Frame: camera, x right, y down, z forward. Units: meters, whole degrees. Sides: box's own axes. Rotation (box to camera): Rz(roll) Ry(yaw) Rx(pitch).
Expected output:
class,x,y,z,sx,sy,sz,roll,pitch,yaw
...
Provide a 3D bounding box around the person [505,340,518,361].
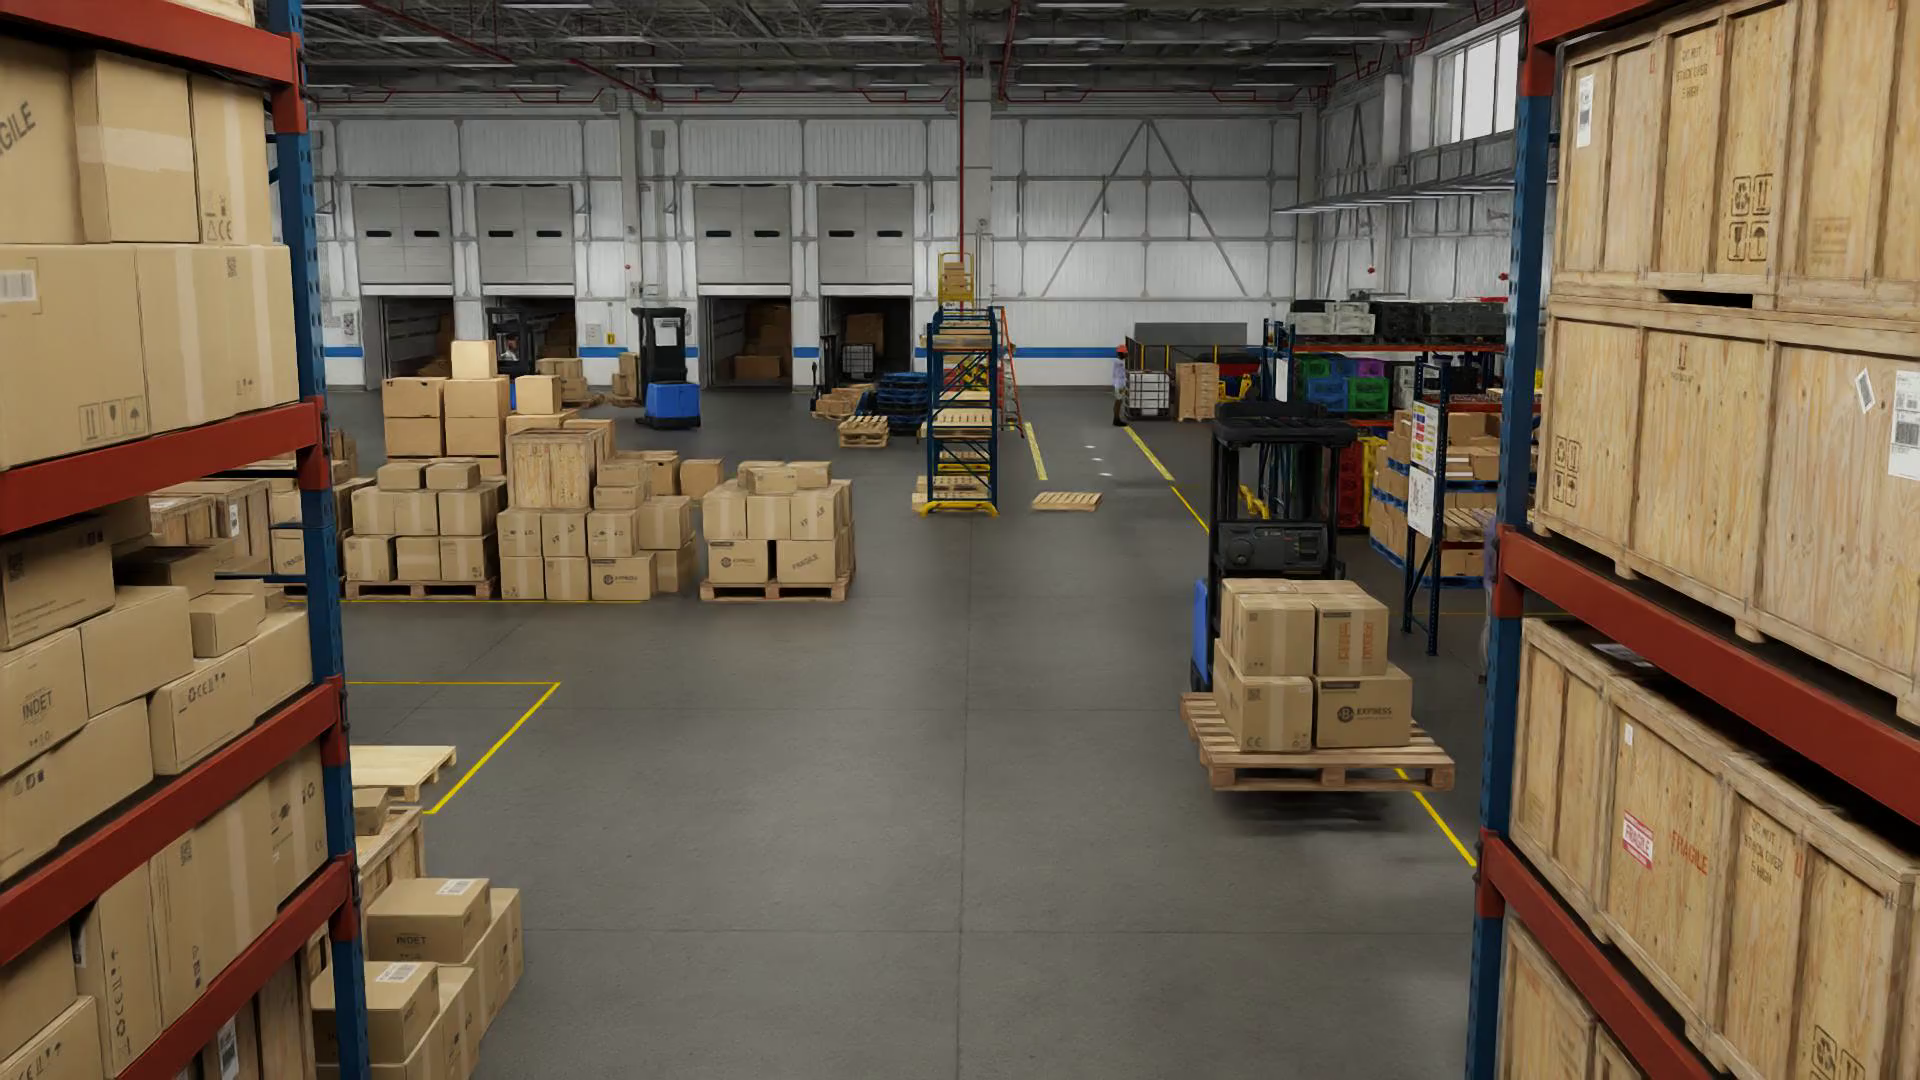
class,x,y,z,sx,sy,sz,roll,pitch,yaw
person,-11.556,-4.225,42.945,0.337,1.883,0.584,0,10,1

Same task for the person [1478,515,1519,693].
class,x,y,z,sx,sy,sz,roll,pitch,yaw
person,5.140,0.462,15.749,0.352,1.937,0.635,0,10,1

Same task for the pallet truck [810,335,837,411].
class,x,y,z,sx,sy,sz,roll,pitch,yaw
pallet truck,-3.021,-4.312,43.126,1.885,1.965,0.823,3,10,17

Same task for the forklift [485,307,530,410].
class,x,y,z,sx,sy,sz,roll,pitch,yaw
forklift,-10.754,-4.150,39.646,1.129,2.768,1.873,0,10,1

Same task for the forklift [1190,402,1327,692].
class,x,y,z,sx,sy,sz,roll,pitch,yaw
forklift,2.698,0.174,14.697,1.129,2.768,1.873,0,10,1

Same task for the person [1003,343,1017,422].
class,x,y,z,sx,sy,sz,roll,pitch,yaw
person,1.205,-3.849,40.624,0.356,1.936,0.635,0,10,1

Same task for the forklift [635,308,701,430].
class,x,y,z,sx,sy,sz,roll,pitch,yaw
forklift,-6.908,-4.075,39.210,1.129,2.768,1.873,-5,11,-26

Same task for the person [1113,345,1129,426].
class,x,y,z,sx,sy,sz,roll,pitch,yaw
person,3.840,-3.682,39.667,0.373,1.934,0.551,0,10,1
